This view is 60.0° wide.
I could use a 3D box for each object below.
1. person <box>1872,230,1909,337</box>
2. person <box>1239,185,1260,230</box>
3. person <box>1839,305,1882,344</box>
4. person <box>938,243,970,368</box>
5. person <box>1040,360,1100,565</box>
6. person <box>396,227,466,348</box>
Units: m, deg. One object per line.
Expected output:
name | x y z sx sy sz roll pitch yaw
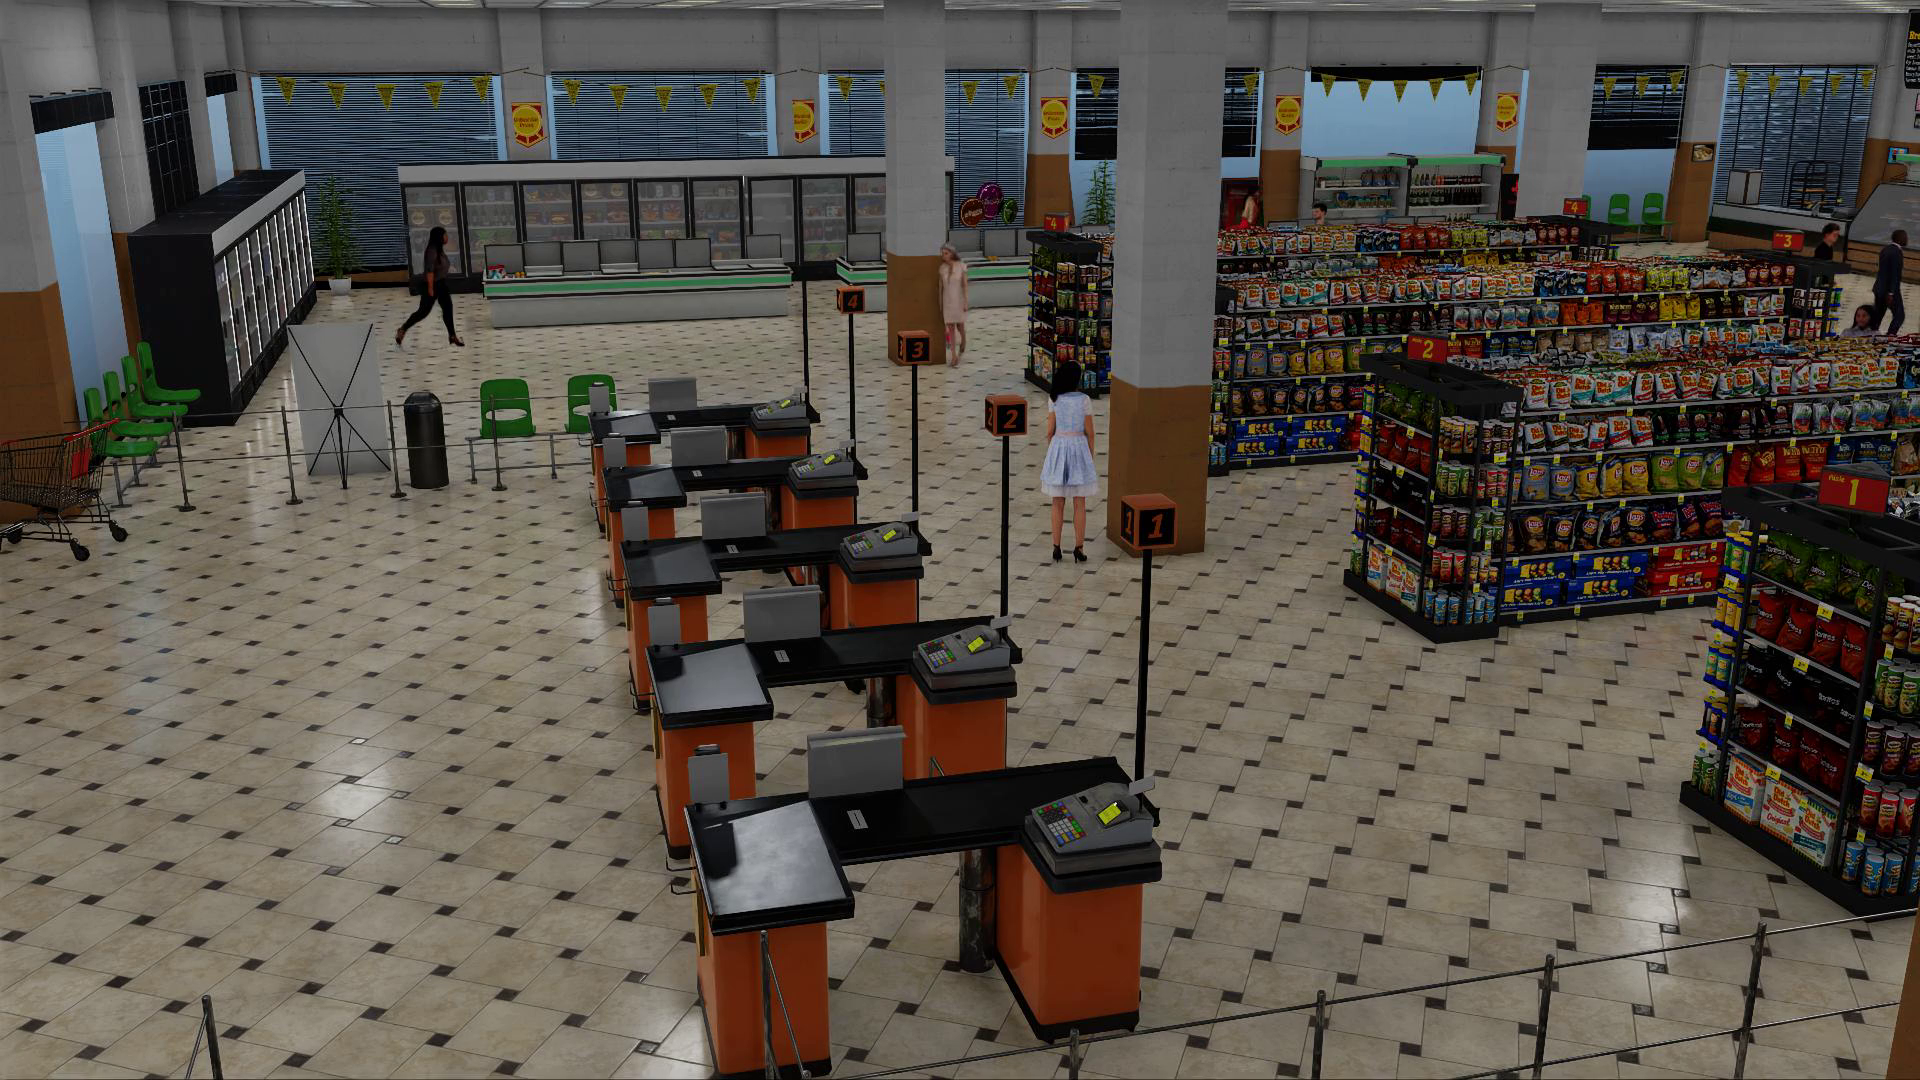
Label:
person | 13.559 -3.646 24.454 0.857 1.809 0.845 2 17 8
person | 5.469 -5.942 32.084 0.843 1.769 0.600 -6 18 -19
person | 9.909 -1.745 18.413 1.104 1.681 1.245 12 21 35
person | -0.077 -3.347 23.617 0.937 1.722 0.934 3 17 8
person | 0.970 -0.687 14.694 0.828 1.817 0.903 5 17 14
person | -7.913 -3.707 24.689 1.272 1.788 0.906 1 17 4
